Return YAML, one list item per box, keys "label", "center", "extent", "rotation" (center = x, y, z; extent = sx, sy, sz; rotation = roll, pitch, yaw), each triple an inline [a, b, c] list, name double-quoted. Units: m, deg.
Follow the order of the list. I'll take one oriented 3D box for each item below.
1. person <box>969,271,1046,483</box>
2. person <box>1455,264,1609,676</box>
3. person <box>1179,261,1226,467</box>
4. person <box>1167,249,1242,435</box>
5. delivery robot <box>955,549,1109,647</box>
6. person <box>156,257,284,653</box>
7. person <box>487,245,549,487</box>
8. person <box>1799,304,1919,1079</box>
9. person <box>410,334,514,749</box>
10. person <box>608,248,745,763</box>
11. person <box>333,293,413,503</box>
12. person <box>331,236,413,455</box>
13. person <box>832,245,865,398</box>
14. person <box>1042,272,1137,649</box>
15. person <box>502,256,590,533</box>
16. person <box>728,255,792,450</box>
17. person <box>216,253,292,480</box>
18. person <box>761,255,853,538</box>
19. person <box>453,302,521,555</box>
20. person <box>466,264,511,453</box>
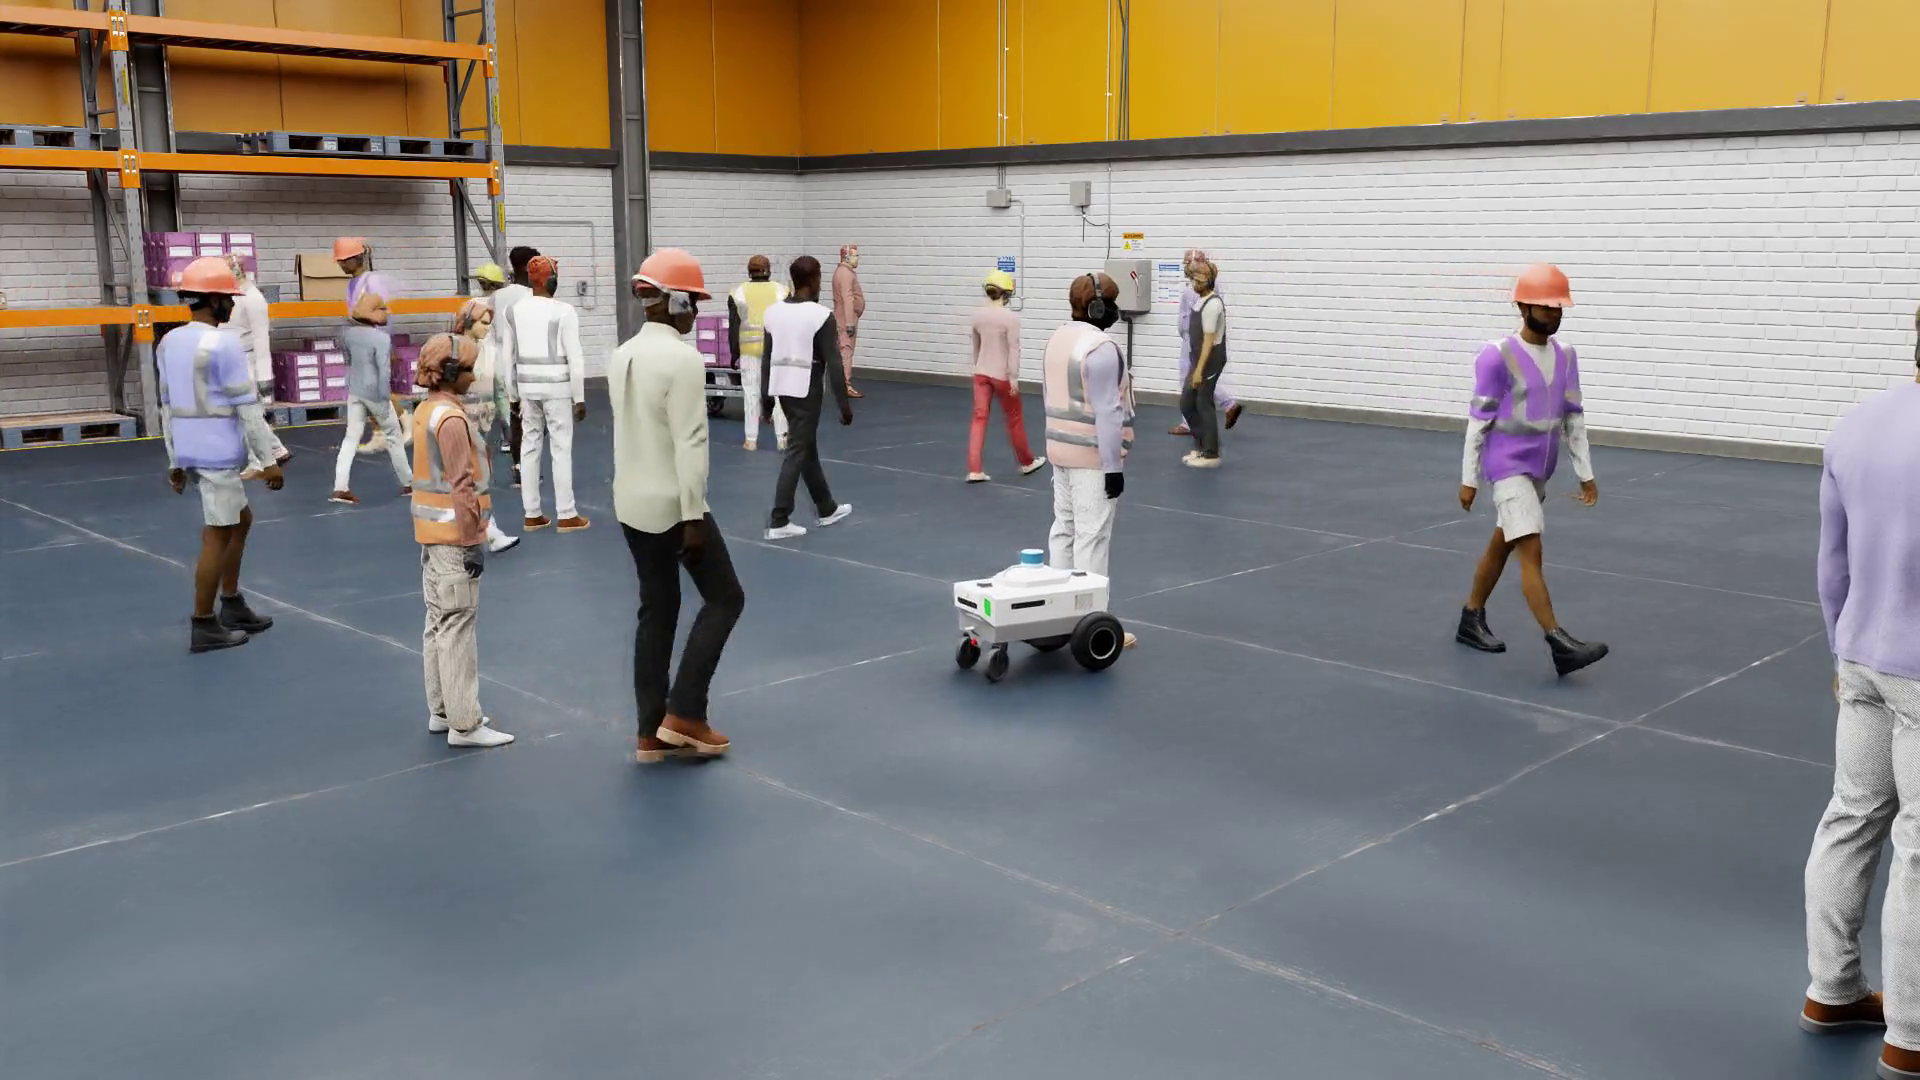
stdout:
- label: "person"
  center: [0.351, -1.352, 13.760]
  extent: [0.555, 1.718, 0.884]
  rotation: [8, 13, 38]
- label: "person"
  center: [2.699, -0.329, 7.764]
  extent: [0.557, 1.877, 1.018]
  rotation: [-6, 12, -29]
- label: "person"
  center: [2.122, -1.503, 14.404]
  extent: [0.408, 1.802, 0.588]
  rotation: [-2, 11, -10]
- label: "person"
  center: [2.472, -1.986, 16.790]
  extent: [0.636, 1.885, 0.647]
  rotation: [6, 12, 29]
- label: "delivery robot"
  center: [0.336, 0.287, 7.780]
  extent: [0.707, 0.478, 0.477]
  rotation: [-6, 12, -28]
- label: "person"
  center: [-3.611, -0.422, 8.202]
  extent: [0.564, 1.914, 0.684]
  rotation: [8, 13, 37]
- label: "person"
  center: [-3.494, -1.384, 13.366]
  extent: [0.603, 1.944, 0.443]
  rotation: [5, 11, 25]
- label: "person"
  center: [2.320, 0.334, 4.008]
  extent: [0.372, 1.938, 0.627]
  rotation: [-2, 11, -11]
- label: "person"
  center: [-2.012, 0.006, 6.608]
  extent: [0.308, 1.640, 0.511]
  rotation: [-6, 12, -31]
- label: "person"
  center: [-1.108, -0.122, 6.401]
  extent: [0.492, 1.966, 0.632]
  rotation: [-9, 14, -41]
- label: "person"
  center: [-4.488, -1.085, 12.694]
  extent: [0.511, 1.589, 0.854]
  rotation: [6, 12, 29]
- label: "person"
  center: [-5.443, -1.786, 15.374]
  extent: [0.615, 2.008, 0.659]
  rotation: [-9, 14, -41]
- label: "person"
  center: [-1.389, -2.738, 20.851]
  extent: [0.400, 1.903, 0.644]
  rotation: [-2, 11, -11]
- label: "person"
  center: [0.640, -0.388, 8.205]
  extent: [0.430, 1.845, 0.623]
  rotation: [-4, 11, -21]
- label: "person"
  center: [-2.824, -0.987, 11.356]
  extent: [0.587, 1.882, 0.341]
  rotation: [3, 11, 16]
- label: "person"
  center: [-1.871, -1.763, 15.718]
  extent: [0.620, 1.840, 0.430]
  rotation: [-2, 11, -8]
- label: "person"
  center: [-5.892, -1.449, 13.930]
  extent: [0.603, 1.879, 0.654]
  rotation: [-9, 14, -40]
- label: "person"
  center: [-0.979, -0.975, 11.299]
  extent: [0.610, 1.872, 0.952]
  rotation: [9, 13, 39]
- label: "person"
  center: [-3.062, -0.701, 10.564]
  extent: [0.866, 1.586, 0.535]
  rotation: [6, 12, 31]
- label: "person"
  center: [-4.350, -1.669, 15.450]
  extent: [0.521, 1.749, 0.419]
  rotation: [3, 11, 17]
